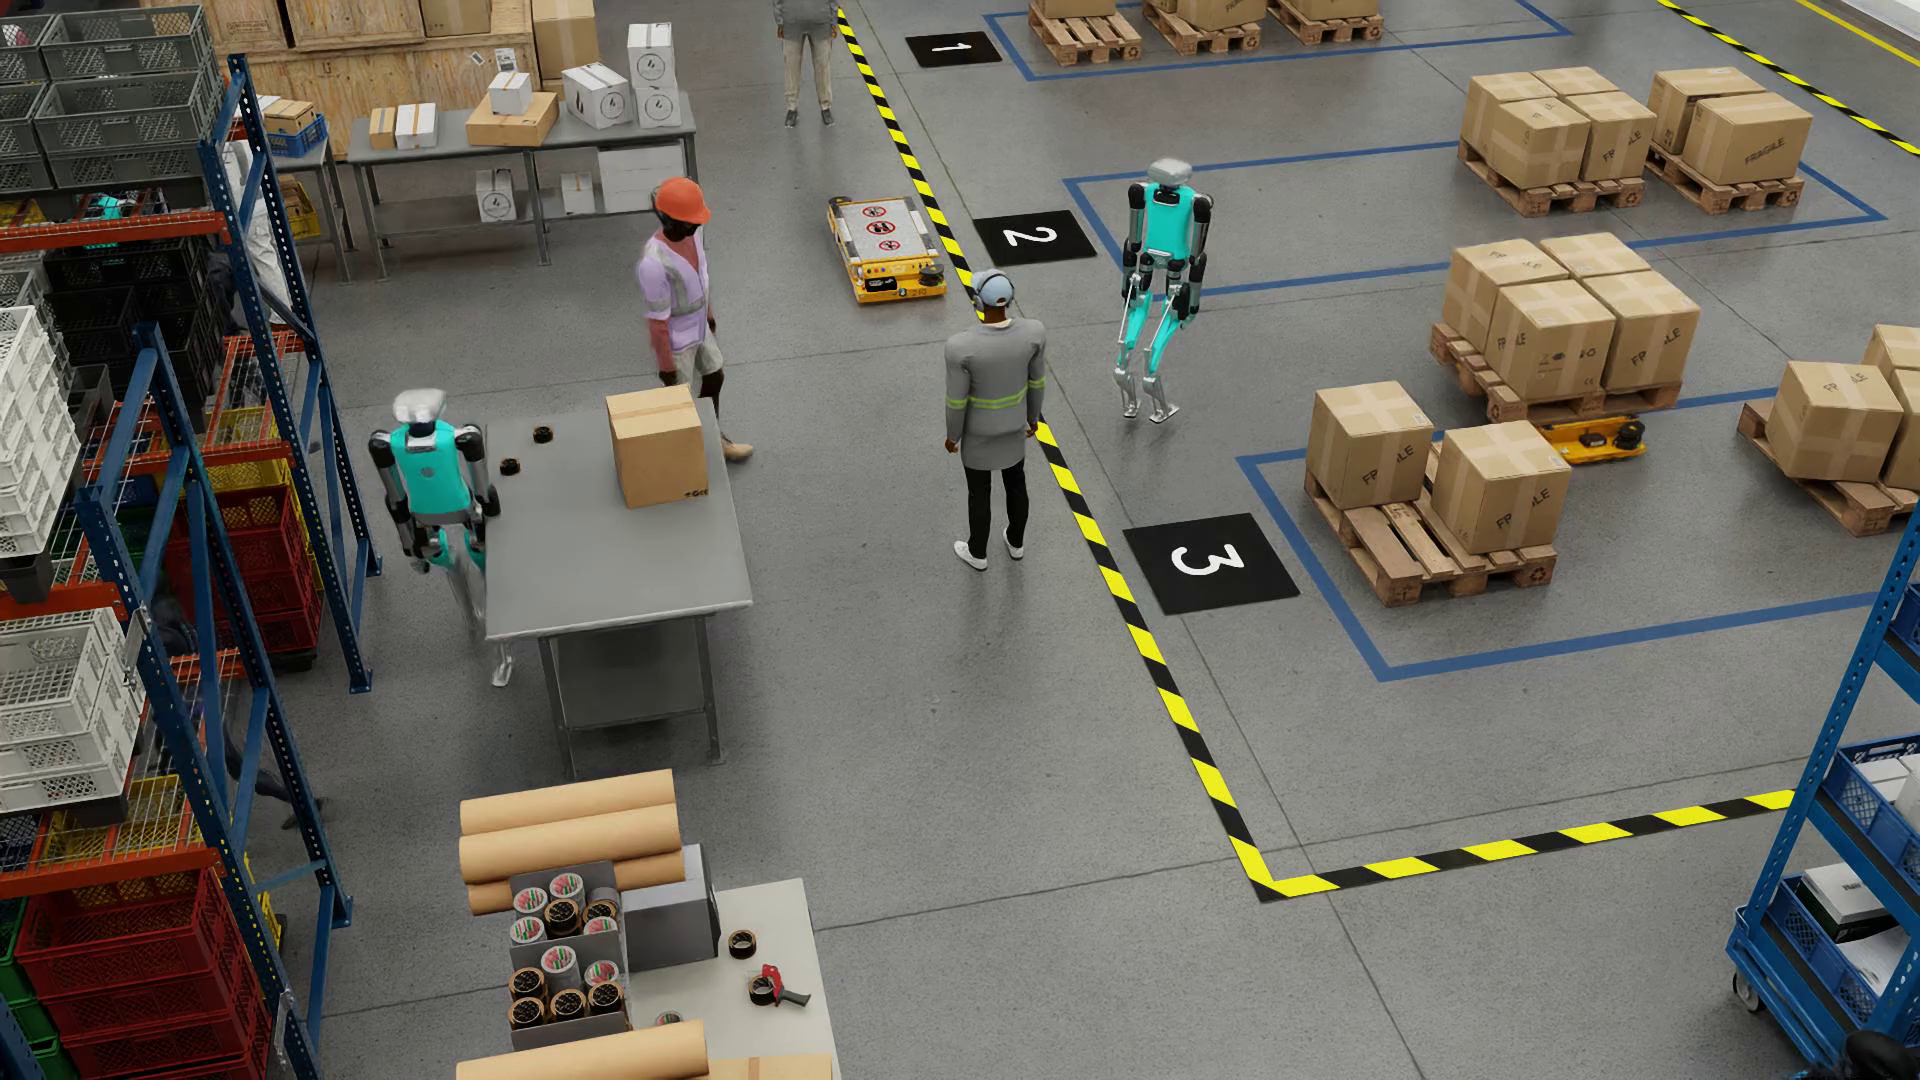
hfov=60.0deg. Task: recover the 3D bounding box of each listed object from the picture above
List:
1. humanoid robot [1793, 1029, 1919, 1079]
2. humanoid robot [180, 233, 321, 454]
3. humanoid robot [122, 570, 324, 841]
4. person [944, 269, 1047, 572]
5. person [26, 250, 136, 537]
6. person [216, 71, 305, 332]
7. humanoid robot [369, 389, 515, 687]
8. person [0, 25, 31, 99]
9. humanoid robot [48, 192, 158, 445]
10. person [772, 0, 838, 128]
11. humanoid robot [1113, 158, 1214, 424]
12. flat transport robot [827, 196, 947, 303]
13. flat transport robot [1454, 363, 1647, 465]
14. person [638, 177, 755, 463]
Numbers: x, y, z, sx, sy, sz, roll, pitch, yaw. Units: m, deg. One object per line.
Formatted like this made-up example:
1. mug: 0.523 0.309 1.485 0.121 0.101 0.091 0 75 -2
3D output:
1. humanoid robot: 2.697 2.143 5.505 0.409 1.636 0.648 24 43 28
2. humanoid robot: -4.380 -1.210 10.024 0.614 1.642 0.607 -21 42 -26
3. humanoid robot: -3.369 0.789 7.353 0.759 1.637 0.595 -7 37 -10
4. person: 0.179 -0.653 9.105 0.588 1.852 0.373 -15 39 -19
5. person: -4.895 -0.840 9.310 0.525 1.920 0.626 -12 38 -16
6. person: -4.787 -2.270 11.249 0.356 1.887 0.572 6 37 8
7. humanoid robot: -2.558 -0.107 8.534 0.532 1.823 0.822 -3 37 -5
8. person: -7.319 -3.336 12.735 0.586 1.823 0.404 -8 37 -10
9. humanoid robot: -5.082 -1.313 10.006 0.532 1.691 0.734 -5 37 -6
10. person: -1.315 -4.422 14.242 0.562 1.764 0.400 -3 37 -4
11. humanoid robot: 1.152 -1.444 10.155 0.533 1.673 0.735 18 40 22
12. flat transport robot: -0.570 -2.220 12.538 0.659 0.231 1.431 -8 37 -10
13. flat transport robot: 3.805 -0.972 10.837 0.652 0.197 1.431 -8 37 -10
14. person: -1.566 -1.197 9.707 0.453 2.023 0.653 11 38 14
